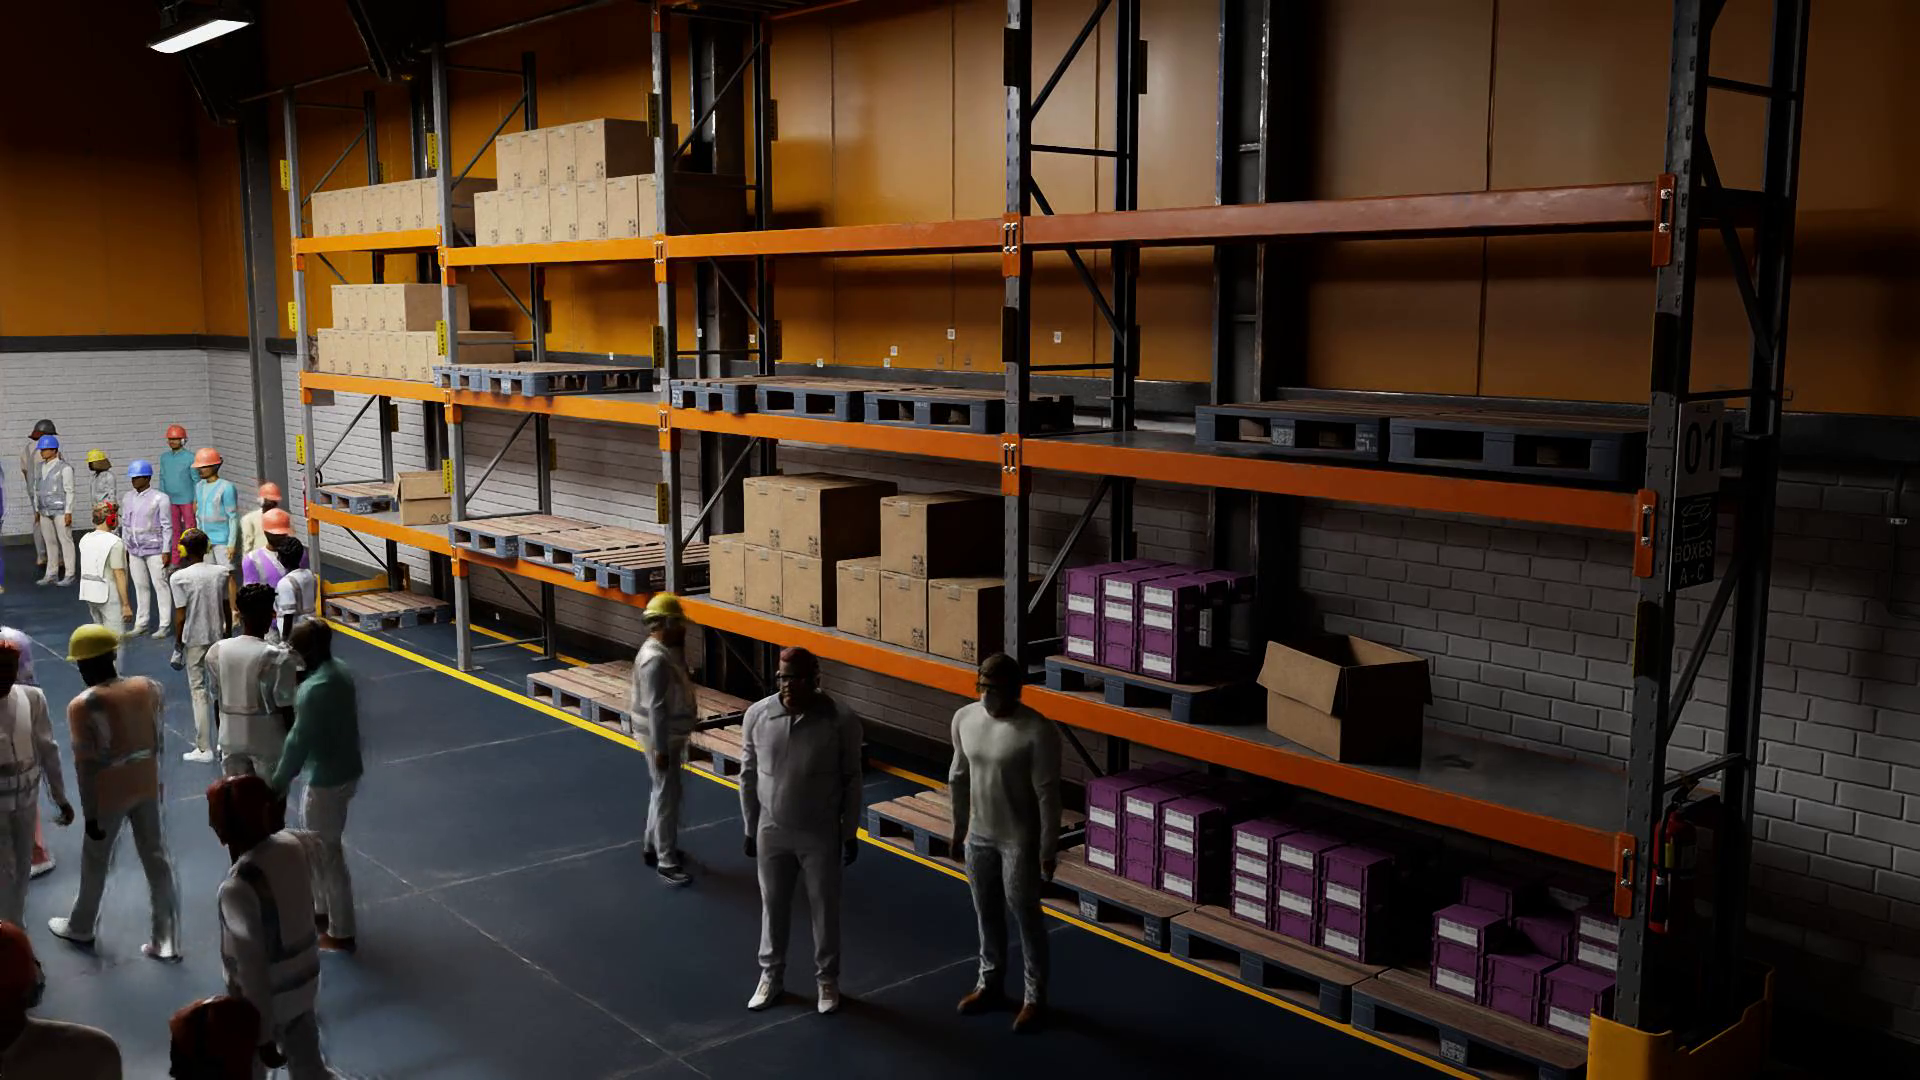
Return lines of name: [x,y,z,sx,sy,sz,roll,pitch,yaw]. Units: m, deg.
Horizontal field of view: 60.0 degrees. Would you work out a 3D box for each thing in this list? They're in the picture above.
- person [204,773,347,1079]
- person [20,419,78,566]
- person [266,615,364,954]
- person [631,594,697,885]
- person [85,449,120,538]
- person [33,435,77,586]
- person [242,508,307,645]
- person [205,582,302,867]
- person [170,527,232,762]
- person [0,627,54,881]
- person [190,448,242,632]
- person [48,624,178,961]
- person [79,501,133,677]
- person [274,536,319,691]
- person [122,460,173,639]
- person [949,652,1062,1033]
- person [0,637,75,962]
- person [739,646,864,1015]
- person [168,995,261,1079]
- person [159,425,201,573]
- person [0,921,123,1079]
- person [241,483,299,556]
person: [-2.602,1.798,6.504,0.822,1.856,0.589,2,8,10]
person: [-12.550,-0.662,22.950,0.679,2.000,0.537,4,9,26]
person: [-3.624,1.357,9.349,0.513,1.913,0.639,-2,8,-15]
person: [-1.864,1.255,10.494,0.404,1.793,0.645,-1,8,-5]
person: [-11.164,-0.322,21.662,0.490,1.732,0.324,5,10,31]
person: [-11.595,-0.377,21.289,0.605,1.948,0.387,3,9,18]
person: [-5.719,0.685,14.000,0.548,1.925,0.392,-8,11,-43]
person: [-4.274,1.226,10.131,0.598,1.958,0.371,2,8,13]
person: [-6.009,0.829,13.194,0.313,1.865,0.528,5,10,32]
person: [-6.092,1.209,10.510,0.711,1.885,0.474,1,8,8]
person: [-8.229,0.000,18.347,0.614,2.039,0.390,5,9,29]
person: [-4.740,1.388,9.252,0.974,1.874,0.603,4,9,27]
person: [-7.758,0.568,15.117,0.560,1.836,0.394,5,10,32]
person: [-5.540,0.810,13.920,0.321,1.693,0.530,1,8,4]
person: [-8.778,0.101,17.958,0.604,1.949,0.389,2,8,15]
person: [0.224,1.500,8.350,0.642,1.926,0.396,6,10,38]
person: [-5.134,1.441,8.969,0.473,1.864,0.574,4,9,26]
person: [-0.822,1.480,8.523,0.642,1.909,0.399,1,8,9]
person: [-1.847,2.092,4.372,0.589,1.872,0.595,-2,8,-11]
person: [-10.433,-0.540,22.247,0.612,1.997,0.375,2,8,12]
person: [-2.625,2.003,4.629,0.627,1.985,0.409,-3,9,-22]
person: [-7.349,0.238,17.830,0.814,1.707,0.572,7,10,39]
